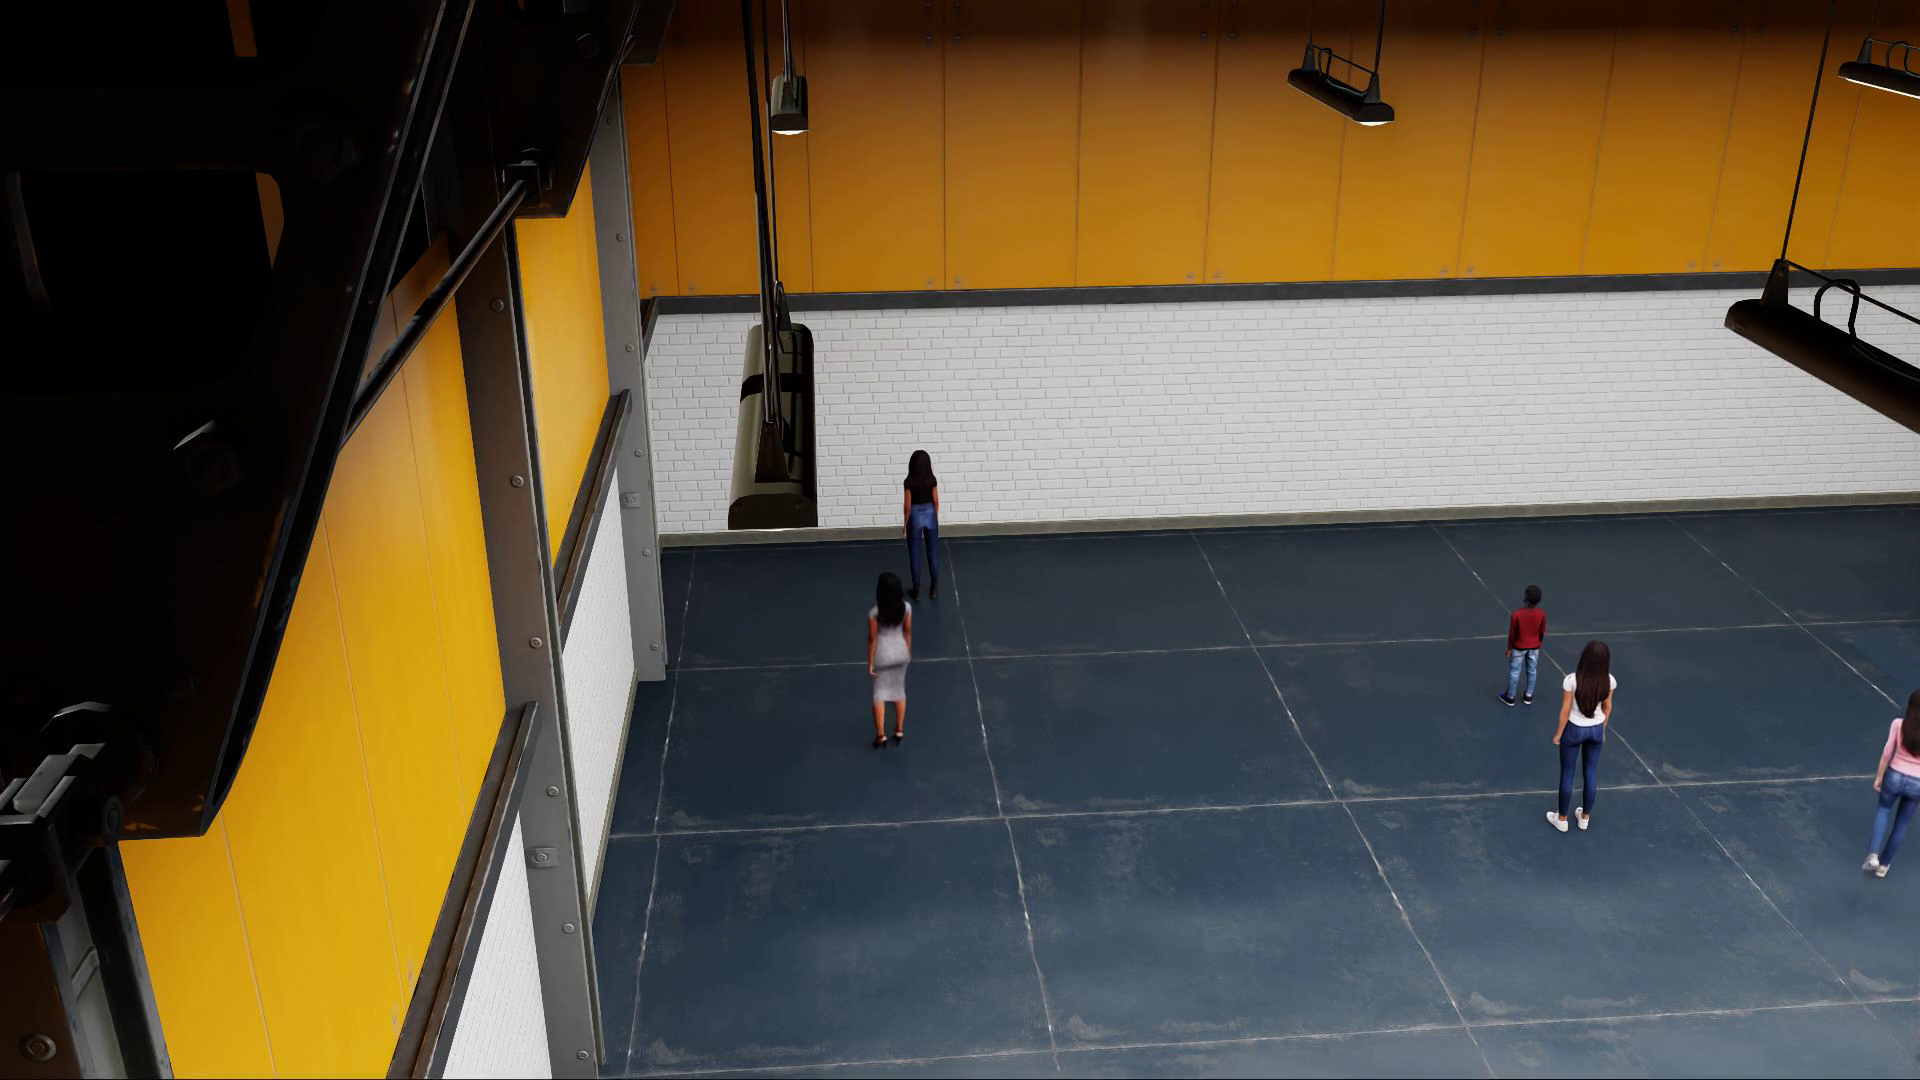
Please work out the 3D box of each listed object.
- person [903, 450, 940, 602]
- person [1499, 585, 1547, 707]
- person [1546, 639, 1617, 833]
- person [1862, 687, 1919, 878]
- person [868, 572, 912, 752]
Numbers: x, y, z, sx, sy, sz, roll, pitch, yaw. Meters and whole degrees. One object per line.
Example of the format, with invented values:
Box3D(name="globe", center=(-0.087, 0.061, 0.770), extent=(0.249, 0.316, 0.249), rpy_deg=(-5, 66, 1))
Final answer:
Box3D(name="person", center=(-0.416, -0.167, 18.261), extent=(0.600, 1.739, 0.583), rpy_deg=(-6, 24, -14))
Box3D(name="person", center=(5.493, 1.019, 16.151), extent=(0.495, 1.256, 0.470), rpy_deg=(-2, 24, -4))
Box3D(name="person", center=(5.266, 1.649, 14.062), extent=(0.592, 1.774, 0.509), rpy_deg=(-1, 24, -3))
Box3D(name="person", center=(7.568, 1.988, 13.340), extent=(0.783, 1.733, 0.845), rpy_deg=(18, 29, 35))
Box3D(name="person", center=(-0.626, 1.122, 15.259), extent=(0.640, 1.782, 0.609), rpy_deg=(-9, 25, -19))
